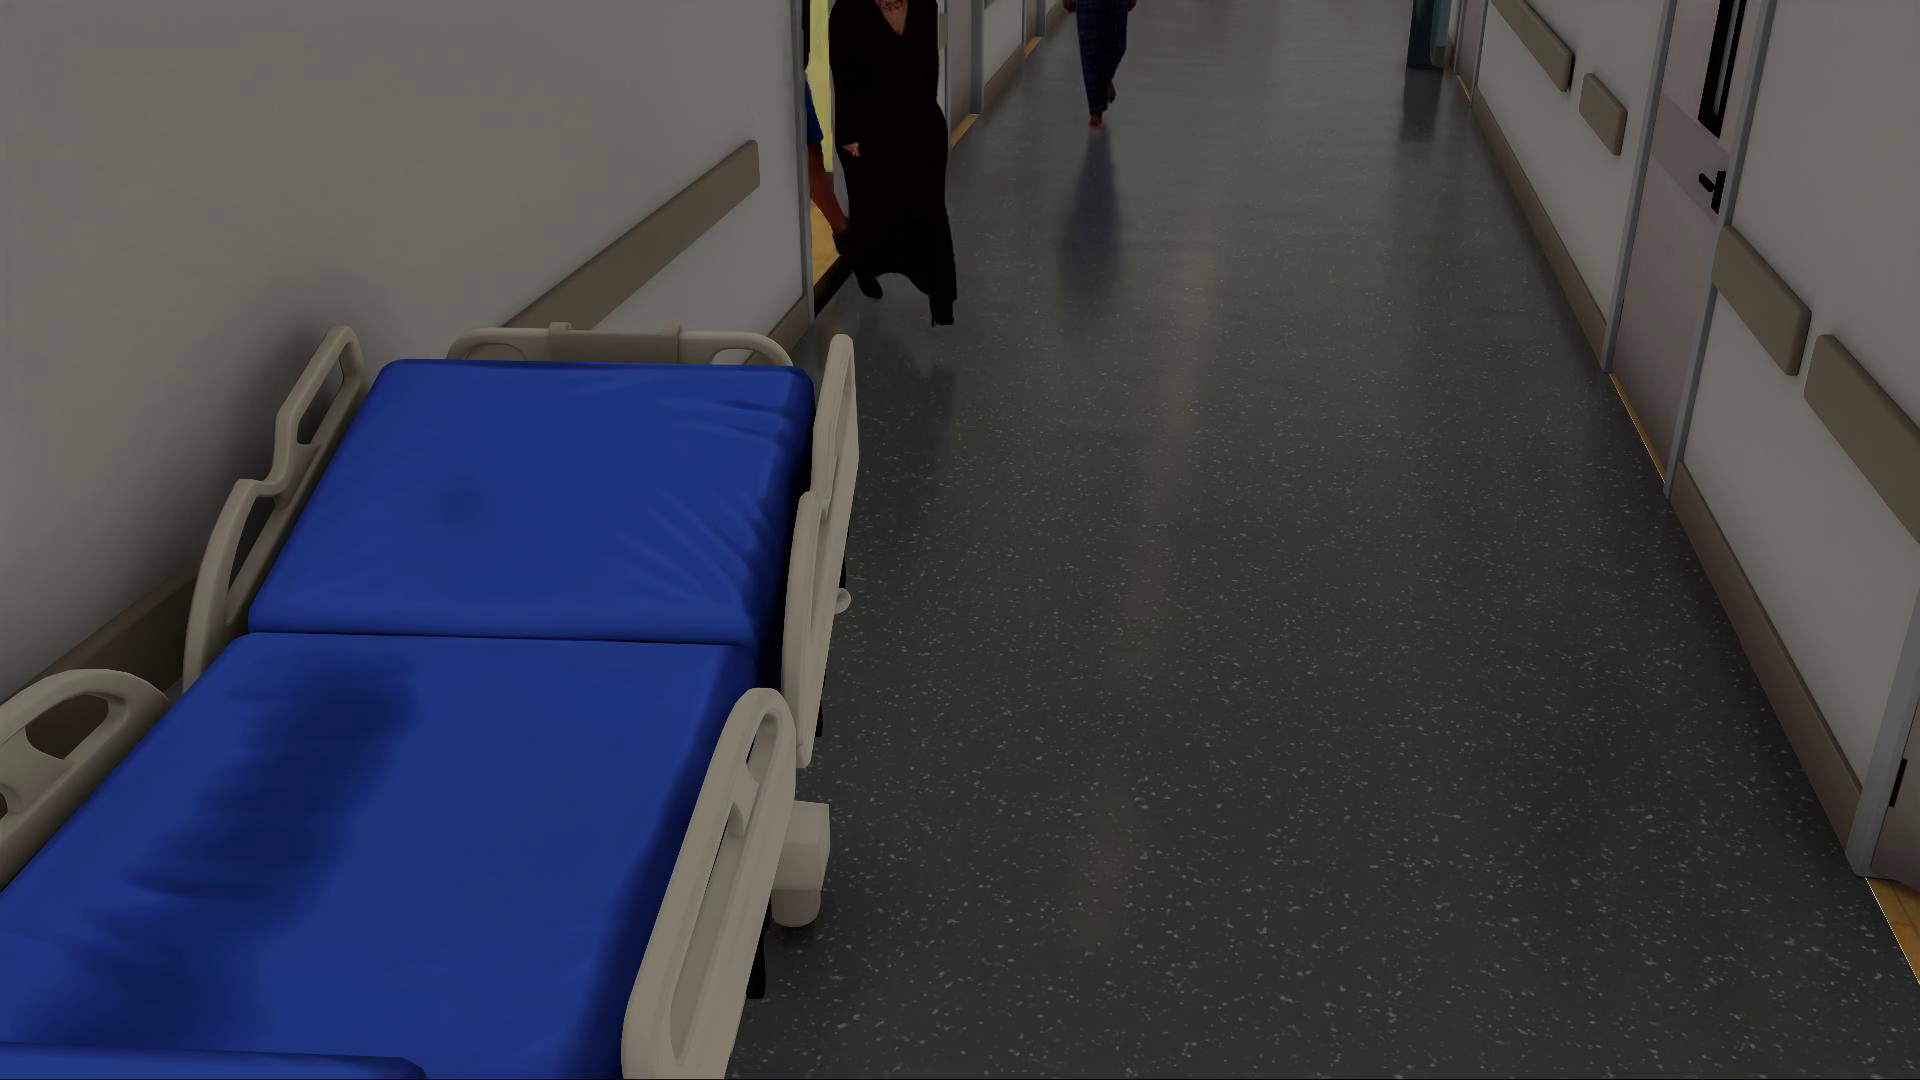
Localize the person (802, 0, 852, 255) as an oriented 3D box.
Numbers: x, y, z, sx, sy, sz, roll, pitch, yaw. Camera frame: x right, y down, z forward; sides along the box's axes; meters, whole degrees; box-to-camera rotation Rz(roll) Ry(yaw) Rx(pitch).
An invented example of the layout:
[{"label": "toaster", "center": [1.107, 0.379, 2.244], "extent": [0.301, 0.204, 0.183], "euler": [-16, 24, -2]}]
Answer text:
[{"label": "person", "center": [-0.980, -2.229, 8.184], "extent": [1.080, 1.737, 0.685], "euler": [4, 26, 8]}]

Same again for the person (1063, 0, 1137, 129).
[{"label": "person", "center": [0.941, -3.754, 11.265], "extent": [0.773, 1.807, 0.794], "euler": [1, 26, 1]}]

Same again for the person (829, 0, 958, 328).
[{"label": "person", "center": [-0.359, -1.799, 7.346], "extent": [1.187, 1.690, 1.124], "euler": [-11, 28, -21]}]
